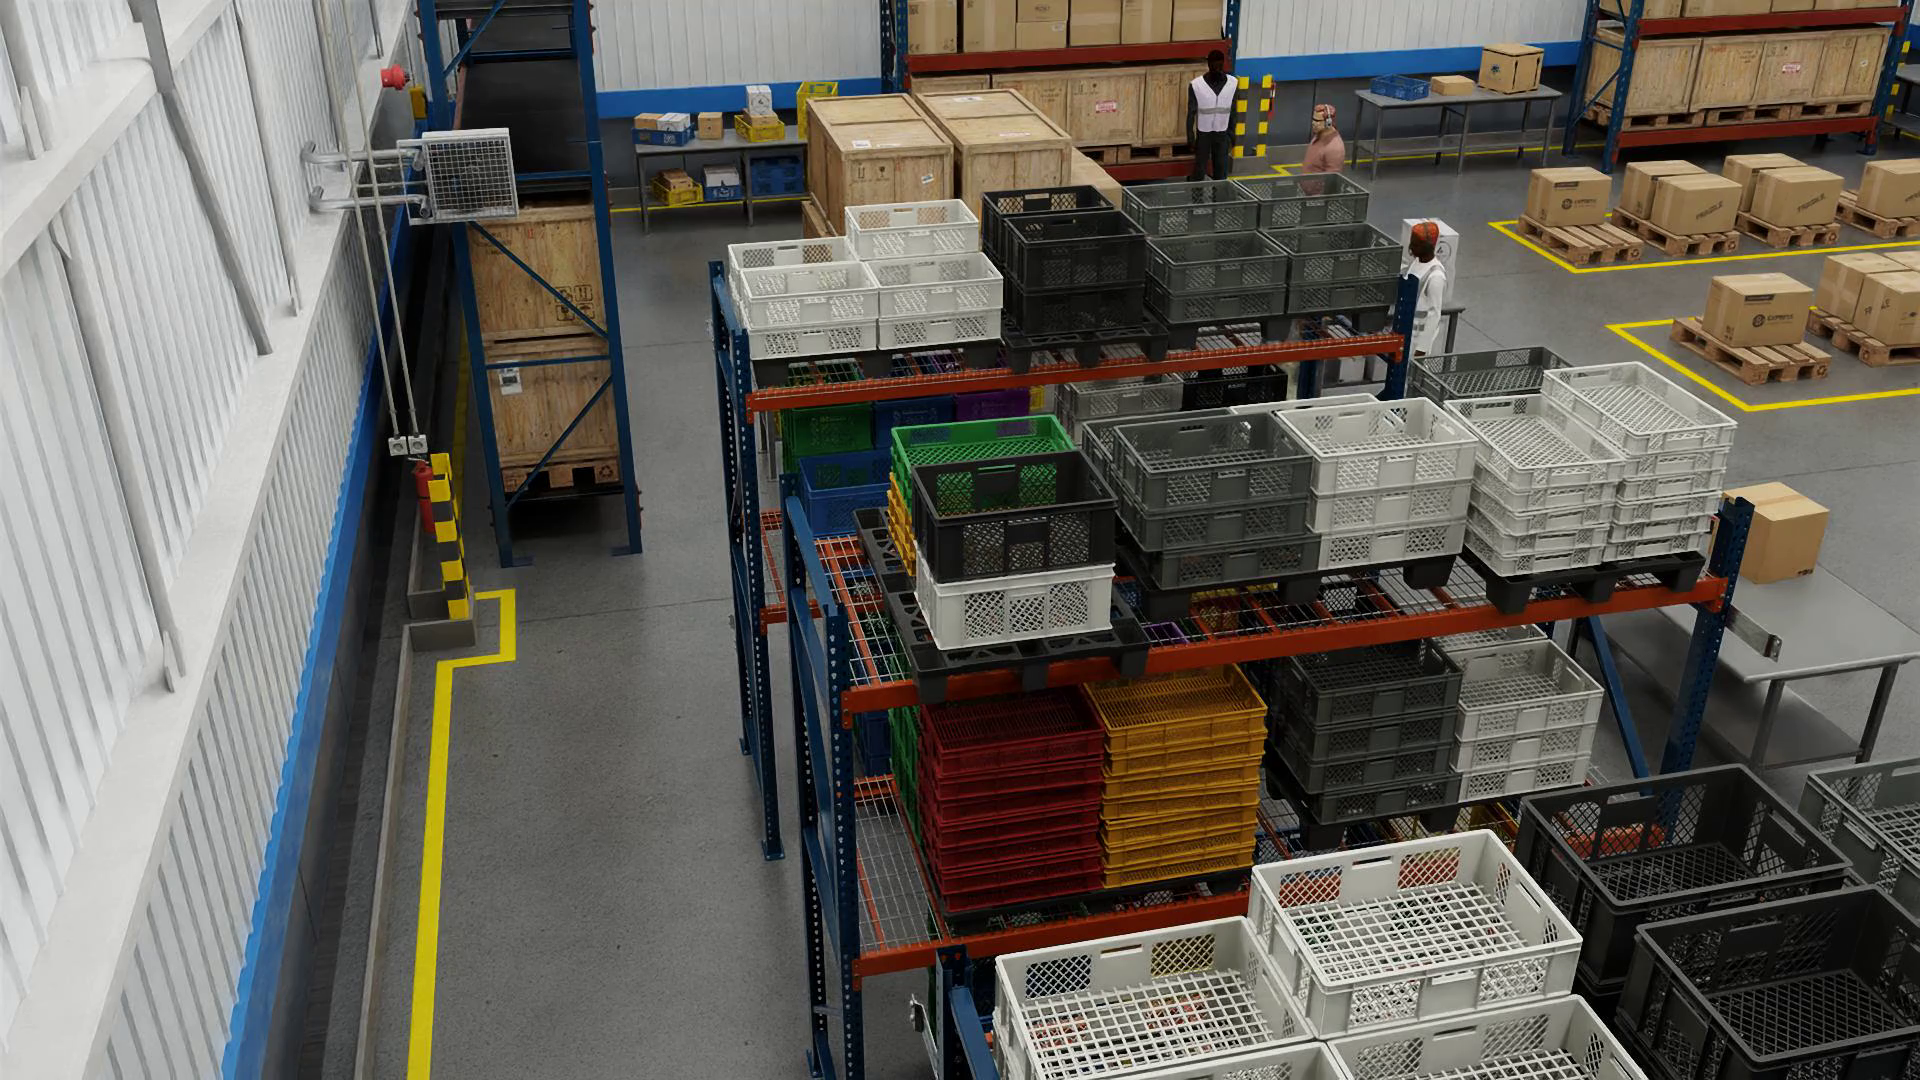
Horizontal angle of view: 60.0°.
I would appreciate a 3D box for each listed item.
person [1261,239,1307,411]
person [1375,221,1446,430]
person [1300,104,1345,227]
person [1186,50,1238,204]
[{"bbox_3d":[2.581,-1.532,13.228,0.314,1.866,0.536,-18,33,-30],"label":"person"},{"bbox_3d":[3.681,-1.662,13.454,0.356,1.884,0.572,-1,28,-2],"label":"person"},{"bbox_3d":[3.627,-3.463,16.862,0.401,1.900,0.648,-1,28,-2],"label":"person"},{"bbox_3d":[2.891,-4.698,19.192,0.601,1.907,0.406,-6,28,-11],"label":"person"}]
